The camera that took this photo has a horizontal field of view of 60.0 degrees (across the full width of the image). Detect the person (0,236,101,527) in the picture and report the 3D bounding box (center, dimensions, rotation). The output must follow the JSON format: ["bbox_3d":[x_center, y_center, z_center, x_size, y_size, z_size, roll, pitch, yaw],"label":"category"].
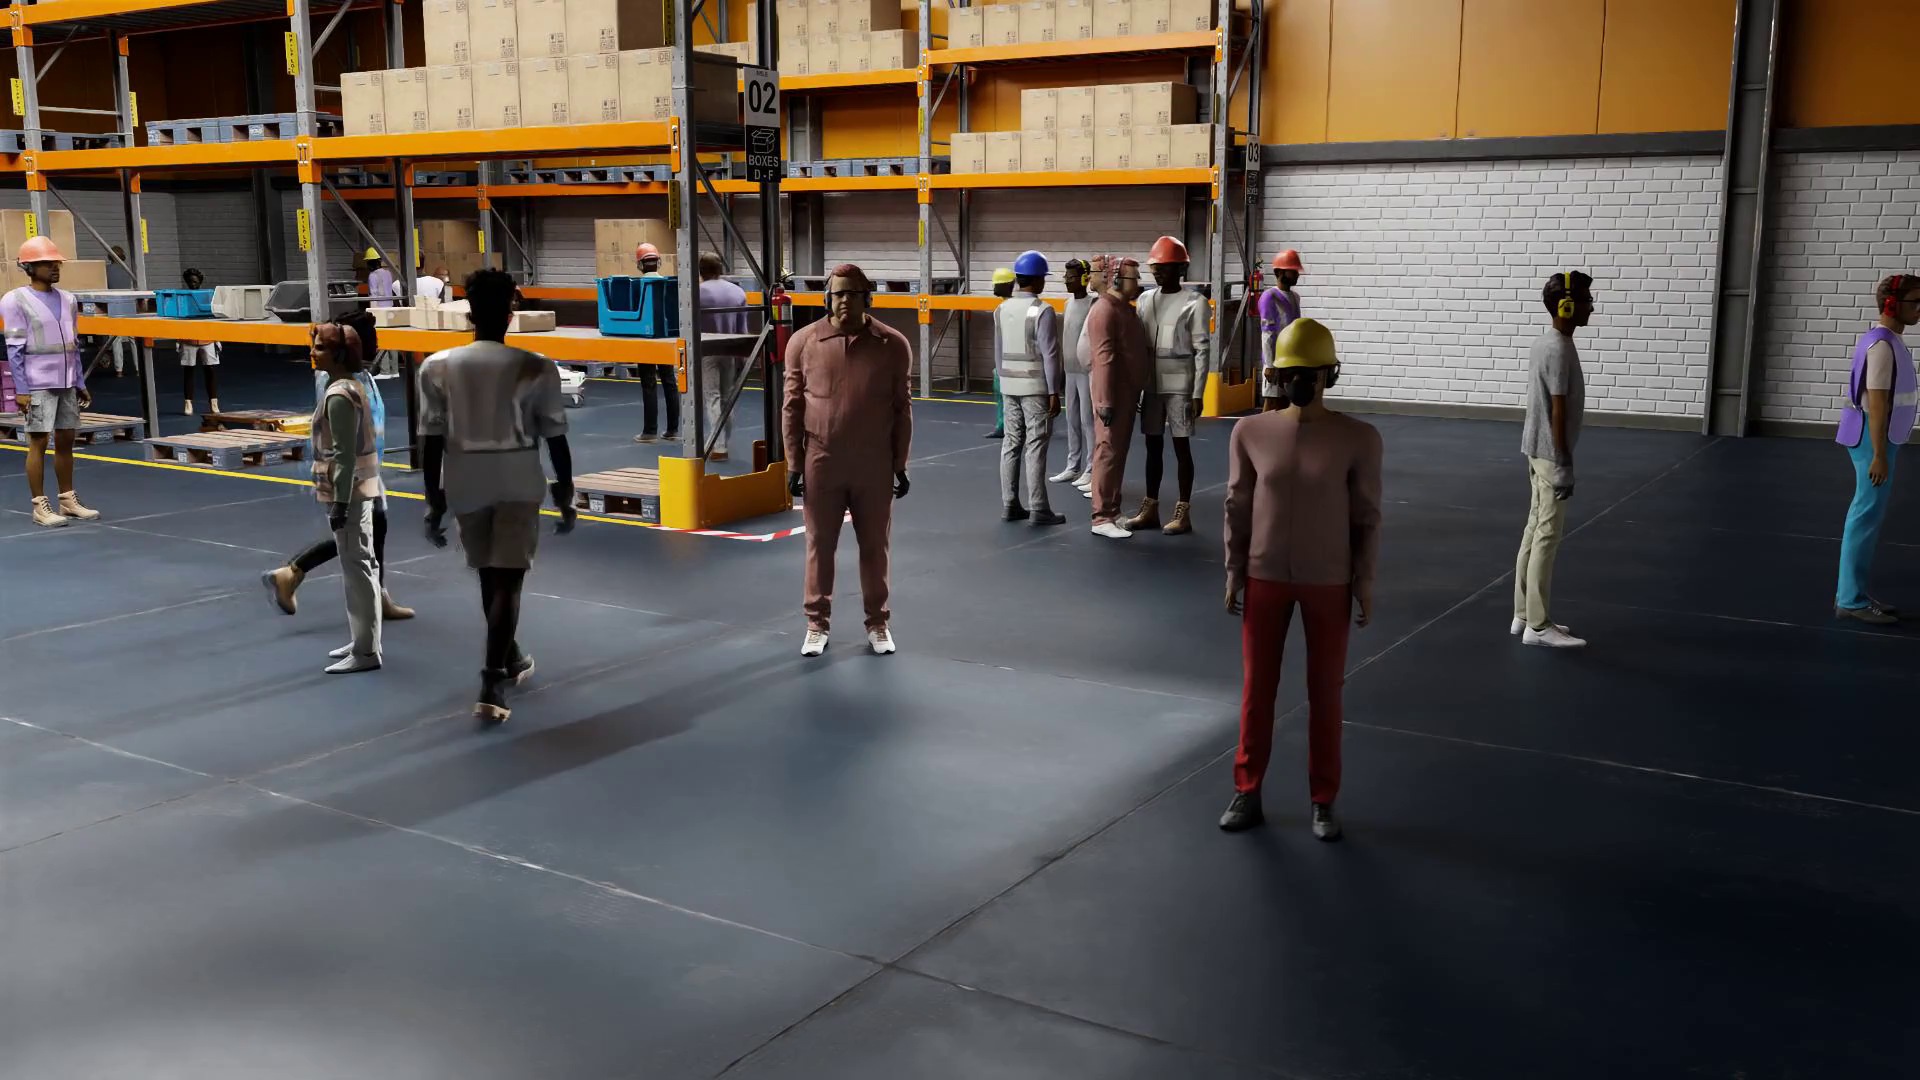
[{"bbox_3d":[-6.456,-1.121,11.823,0.366,2.048,0.609,3,11,16],"label":"person"}]

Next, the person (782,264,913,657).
[{"bbox_3d":[-0.543,-0.382,8.119,0.643,1.908,0.410,-1,10,-7],"label":"person"}]

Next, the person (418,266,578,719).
[{"bbox_3d":[-1.997,-0.216,7.197,0.620,1.915,1.015,0,10,0],"label":"person"}]

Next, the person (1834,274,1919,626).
[{"bbox_3d":[4.873,-0.486,8.862,0.373,1.843,0.572,6,12,28],"label":"person"}]

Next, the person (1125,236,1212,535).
[{"bbox_3d":[1.425,-1.057,11.475,0.605,2.045,0.386,9,14,42],"label":"person"}]

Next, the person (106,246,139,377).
[{"bbox_3d":[-12.434,-3.384,24.664,0.629,1.940,0.373,-6,12,-31],"label":"person"}]

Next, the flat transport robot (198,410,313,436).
[{"bbox_3d":[-7.160,-1.202,17.194,1.431,0.197,0.652,6,12,32],"label":"flat transport robot"}]

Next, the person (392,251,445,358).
[{"bbox_3d":[-6.216,-2.376,19.174,0.582,1.911,0.391,-3,11,-18],"label":"person"}]

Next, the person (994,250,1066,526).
[{"bbox_3d":[0.491,-1.075,11.846,0.385,1.948,0.605,-9,13,-40],"label":"person"}]

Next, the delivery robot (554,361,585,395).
[{"bbox_3d":[-4.913,-1.924,20.149,0.707,0.478,0.477,-1,10,-6],"label":"delivery robot"}]

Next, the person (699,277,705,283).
[{"bbox_3d":[-2.872,-2.116,18.515,0.511,1.623,0.283,2,10,10],"label":"person"}]

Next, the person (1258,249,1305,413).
[{"bbox_3d":[2.869,-1.602,14.785,0.350,1.941,0.545,8,13,39],"label":"person"}]

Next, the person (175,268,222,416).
[{"bbox_3d":[-8.824,-2.287,19.251,0.531,1.698,0.320,-5,11,-26],"label":"person"}]

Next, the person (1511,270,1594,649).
[{"bbox_3d":[2.987,-0.398,8.337,0.326,1.862,0.519,1,10,7],"label":"person"}]

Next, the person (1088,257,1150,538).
[{"bbox_3d":[1.098,-0.977,11.419,0.405,1.904,0.652,3,11,19],"label":"person"}]

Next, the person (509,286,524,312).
[{"bbox_3d":[-3.951,-1.435,14.714,0.514,1.634,0.311,-8,13,-38],"label":"person"}]

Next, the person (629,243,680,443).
[{"bbox_3d":[-3.077,-1.960,16.648,0.613,1.984,0.402,-9,14,-42],"label":"person"}]

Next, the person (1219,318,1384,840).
[{"bbox_3d":[1.146,0.138,5.624,0.526,1.769,0.329,4,11,21],"label":"person"}]

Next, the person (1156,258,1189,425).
[{"bbox_3d":[2.318,-2.254,18.248,0.376,1.995,0.612,-1,10,-4],"label":"person"}]

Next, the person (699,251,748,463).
[{"bbox_3d":[-2.255,-1.665,15.203,0.646,1.937,0.499,-8,13,-37],"label":"person"}]

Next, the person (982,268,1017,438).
[{"bbox_3d":[0.574,-1.889,16.908,0.622,1.744,0.526,-2,10,-10],"label":"person"}]

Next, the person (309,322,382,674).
[{"bbox_3d":[-2.886,-0.200,7.838,0.306,1.645,0.522,-3,11,-15],"label":"person"}]

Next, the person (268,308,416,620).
[{"bbox_3d":[-3.263,-0.372,8.715,0.614,1.677,0.532,-1,10,-4],"label":"person"}]

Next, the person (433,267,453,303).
[{"bbox_3d":[-7.776,-3.287,25.005,0.288,1.628,0.502,4,11,21],"label":"person"}]

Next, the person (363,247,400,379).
[{"bbox_3d":[-8.453,-3.295,24.242,0.398,1.919,0.592,2,10,10],"label":"person"}]

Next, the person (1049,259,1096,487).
[{"bbox_3d":[0.980,-1.374,13.717,0.312,1.869,0.538,-7,12,-32],"label":"person"}]

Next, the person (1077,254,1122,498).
[{"bbox_3d":[1.123,-1.282,13.109,0.407,1.909,0.638,0,10,-1],"label":"person"}]
